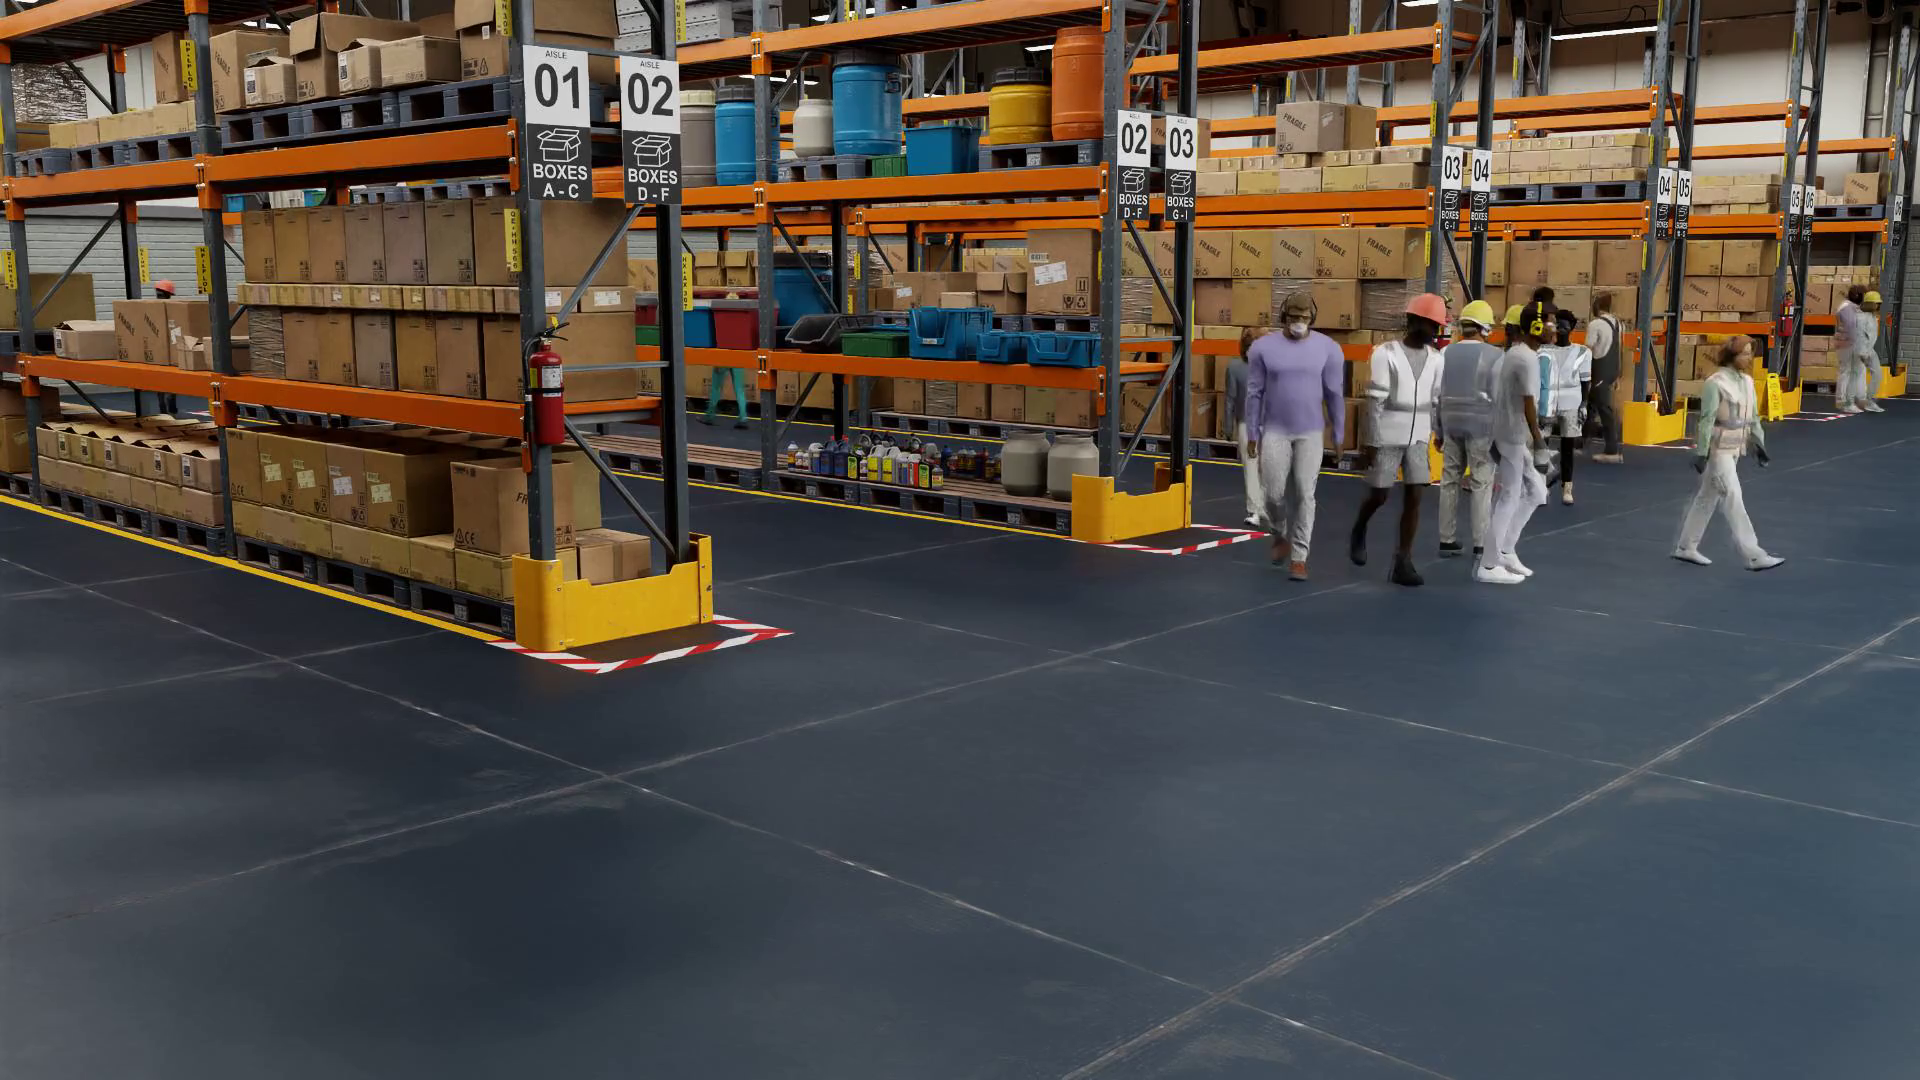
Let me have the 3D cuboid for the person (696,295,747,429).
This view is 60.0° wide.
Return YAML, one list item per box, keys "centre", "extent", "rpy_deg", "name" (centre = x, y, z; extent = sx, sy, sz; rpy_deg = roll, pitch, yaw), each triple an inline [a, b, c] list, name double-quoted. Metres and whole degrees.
- centre: [-3.075, -2.315, 21.537]
  extent: [0.866, 1.731, 0.538]
  rpy_deg: [8, 12, 41]
  name: "person"

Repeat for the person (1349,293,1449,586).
- centre: [2.894, -0.687, 11.046]
  extent: [0.586, 1.903, 0.758]
  rpy_deg: [-2, 9, -13]
  name: "person"

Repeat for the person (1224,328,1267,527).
- centre: [2.421, -0.911, 13.380]
  extent: [0.605, 1.577, 0.830]
  rpy_deg: [0, 9, 2]
  name: "person"

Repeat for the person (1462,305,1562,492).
- centre: [5.106, -1.287, 15.237]
  extent: [0.814, 1.724, 0.521]
  rpy_deg: [5, 11, 29]
  name: "person"

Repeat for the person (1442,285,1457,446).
- centre: [5.062, -1.799, 17.866]
  extent: [0.654, 1.889, 0.595]
  rpy_deg: [-7, 12, -39]
  name: "person"

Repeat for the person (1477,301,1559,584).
- centre: [3.661, -0.636, 10.891]
  extent: [0.529, 1.840, 0.600]
  rpy_deg: [2, 9, 10]
  name: "person"

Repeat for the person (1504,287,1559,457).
- centre: [6.226, -1.829, 18.183]
  extent: [0.674, 1.852, 0.934]
  rpy_deg: [-5, 11, -28]
  name: "person"

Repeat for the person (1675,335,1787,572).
- centre: [5.270, -0.582, 11.292]
  extent: [0.531, 1.593, 0.847]
  rpy_deg: [-7, 12, -38]
  name: "person"

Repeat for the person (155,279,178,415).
- centre: [-11.076, -2.664, 23.149]
  extent: [0.604, 1.898, 0.516]
  rpy_deg: [-3, 10, -18]
  name: "person"

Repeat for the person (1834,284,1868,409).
- centre: [13.130, -2.829, 24.400]
  extent: [0.635, 1.823, 0.521]
  rpy_deg: [-9, 13, -43]
  name: "person"

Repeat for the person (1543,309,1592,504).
- centre: [5.242, -1.161, 14.584]
  extent: [0.530, 1.686, 0.321]
  rpy_deg: [3, 10, 20]
  name: "person"

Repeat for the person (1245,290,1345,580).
- centre: [2.226, -0.705, 11.090]
  extent: [0.650, 1.911, 0.489]
  rpy_deg: [2, 9, 12]
  name: "person"

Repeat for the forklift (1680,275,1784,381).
- centre: [12.480, -3.427, 27.053]
  extent: [1.214, 2.155, 2.313]
  rpy_deg: [9, 13, 43]
  name: "forklift"

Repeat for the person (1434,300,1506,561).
- centre: [3.635, -0.783, 11.824]
  extent: [0.403, 1.829, 0.619]
  rpy_deg: [-8, 12, -41]
  name: "person"

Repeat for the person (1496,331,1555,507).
- centre: [4.839, -1.087, 14.316]
  extent: [0.543, 1.622, 0.534]
  rpy_deg: [2, 10, 13]
  name: "person"

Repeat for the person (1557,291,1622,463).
- centre: [6.726, -1.744, 17.762]
  extent: [0.545, 1.807, 0.858]
  rpy_deg: [-9, 13, -43]
  name: "person"

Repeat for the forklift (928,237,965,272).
- centre: [-0.326, -5.817, 39.609]
  extent: [1.129, 2.768, 1.873]
  rpy_deg: [9, 13, 43]
  name: "forklift"

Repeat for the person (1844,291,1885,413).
- centre: [12.958, -2.666, 23.673]
  extent: [0.516, 1.720, 0.641]
  rpy_deg: [-7, 11, -35]
  name: "person"
